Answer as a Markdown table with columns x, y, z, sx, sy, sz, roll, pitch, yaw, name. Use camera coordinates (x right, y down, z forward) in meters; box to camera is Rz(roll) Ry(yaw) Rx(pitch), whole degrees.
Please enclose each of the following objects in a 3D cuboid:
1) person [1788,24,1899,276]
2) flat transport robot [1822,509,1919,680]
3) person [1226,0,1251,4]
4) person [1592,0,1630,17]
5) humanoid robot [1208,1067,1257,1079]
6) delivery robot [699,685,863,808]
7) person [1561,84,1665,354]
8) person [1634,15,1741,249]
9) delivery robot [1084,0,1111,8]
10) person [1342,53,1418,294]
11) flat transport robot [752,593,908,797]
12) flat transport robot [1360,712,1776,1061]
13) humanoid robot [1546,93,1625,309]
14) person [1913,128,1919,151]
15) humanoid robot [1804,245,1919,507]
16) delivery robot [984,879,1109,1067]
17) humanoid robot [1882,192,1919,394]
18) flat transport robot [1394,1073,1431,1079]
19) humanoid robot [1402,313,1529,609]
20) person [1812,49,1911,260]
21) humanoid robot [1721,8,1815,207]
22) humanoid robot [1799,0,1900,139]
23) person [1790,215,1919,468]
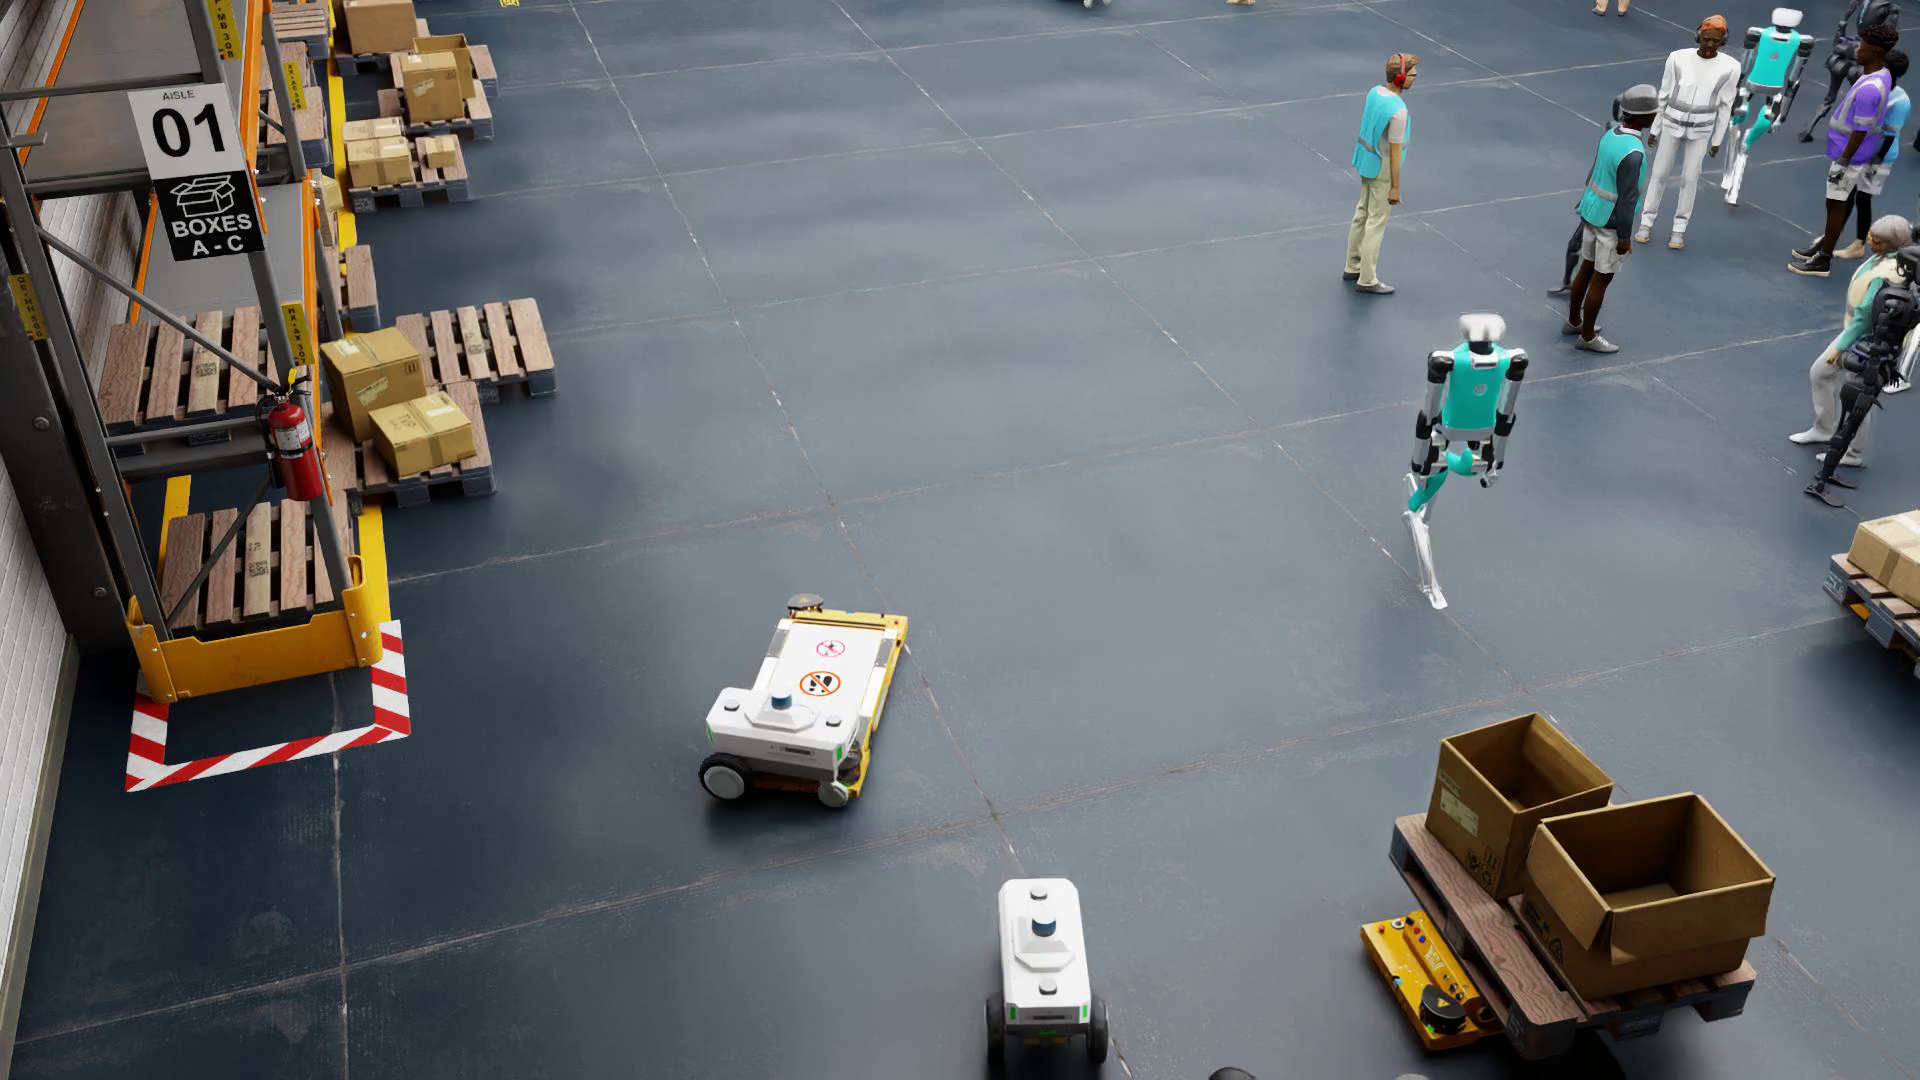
| x | y | z | sx | sy | sz | roll | pitch | yaw | name |
| --- | --- | --- | --- | --- | --- | --- | --- | --- | --- |
| 6.908 | -3.026 | 12.948 | 0.366 | 1.965 | 0.607 | 17 | 37 | 25 | person |
| 5.460 | 0.578 | 8.972 | 0.659 | 0.231 | 1.431 | -5 | 33 | -8 | flat transport robot |
| 3.285 | -7.190 | 19.435 | 0.441 | 1.853 | 0.490 | 11 | 35 | 16 | person |
| 7.630 | -6.877 | 19.118 | 0.459 | 1.675 | 0.374 | 4 | 33 | 5 | person |
| 0.788 | 2.206 | 5.176 | 0.343 | 1.649 | 0.587 | 24 | 40 | 32 | humanoid robot |
| -0.859 | 0.963 | 8.102 | 0.759 | 0.575 | 0.499 | 7 | 34 | 11 | delivery robot |
| 4.614 | -2.280 | 11.828 | 0.418 | 1.940 | 0.552 | -1 | 33 | -2 | person |
| 5.875 | -3.293 | 13.439 | 0.573 | 1.880 | 0.361 | 16 | 36 | 23 | person |
| 1.486 | -6.711 | 19.877 | 0.499 | 0.580 | 0.757 | -19 | 38 | -26 | delivery robot |
| 3.194 | -2.794 | 12.702 | 0.378 | 1.841 | 0.565 | -6 | 34 | -9 | person |
| -0.714 | 0.782 | 8.659 | 0.659 | 0.231 | 1.431 | 5 | 33 | 7 | flat transport robot |
| 2.531 | 1.763 | 7.154 | 1.431 | 0.231 | 0.659 | -8 | 34 | -12 | flat transport robot |
| 4.795 | -2.518 | 12.430 | 0.397 | 1.656 | 0.599 | -2 | 33 | -3 | humanoid robot |
| 9.109 | -4.502 | 15.259 | 0.554 | 1.912 | 0.700 | 26 | 41 | 34 | person |
| 5.561 | -1.015 | 10.112 | 0.315 | 1.657 | 0.599 | 27 | 42 | 35 | humanoid robot |
| 0.342 | 1.778 | 6.876 | 0.499 | 0.602 | 0.795 | -1 | 33 | -1 | delivery robot |
| 6.724 | -1.740 | 11.282 | 0.787 | 1.888 | 0.545 | -17 | 37 | -24 | humanoid robot |
| 1.751 | 2.577 | 5.906 | 0.659 | 0.231 | 1.431 | 12 | 35 | 17 | flat transport robot |
| 2.745 | -0.591 | 9.458 | 0.530 | 1.780 | 0.992 | -2 | 33 | -2 | humanoid robot |
| 7.262 | -3.079 | 13.287 | 0.332 | 1.687 | 0.534 | -4 | 33 | -7 | person |
| 6.845 | -3.734 | 14.273 | 0.575 | 1.750 | 1.008 | 12 | 35 | 18 | humanoid robot |
| 8.273 | -4.456 | 15.408 | 0.421 | 1.636 | 0.611 | -16 | 36 | -23 | humanoid robot |
| 5.643 | -1.245 | 10.466 | 0.566 | 1.687 | 0.493 | 12 | 35 | 17 | person |
